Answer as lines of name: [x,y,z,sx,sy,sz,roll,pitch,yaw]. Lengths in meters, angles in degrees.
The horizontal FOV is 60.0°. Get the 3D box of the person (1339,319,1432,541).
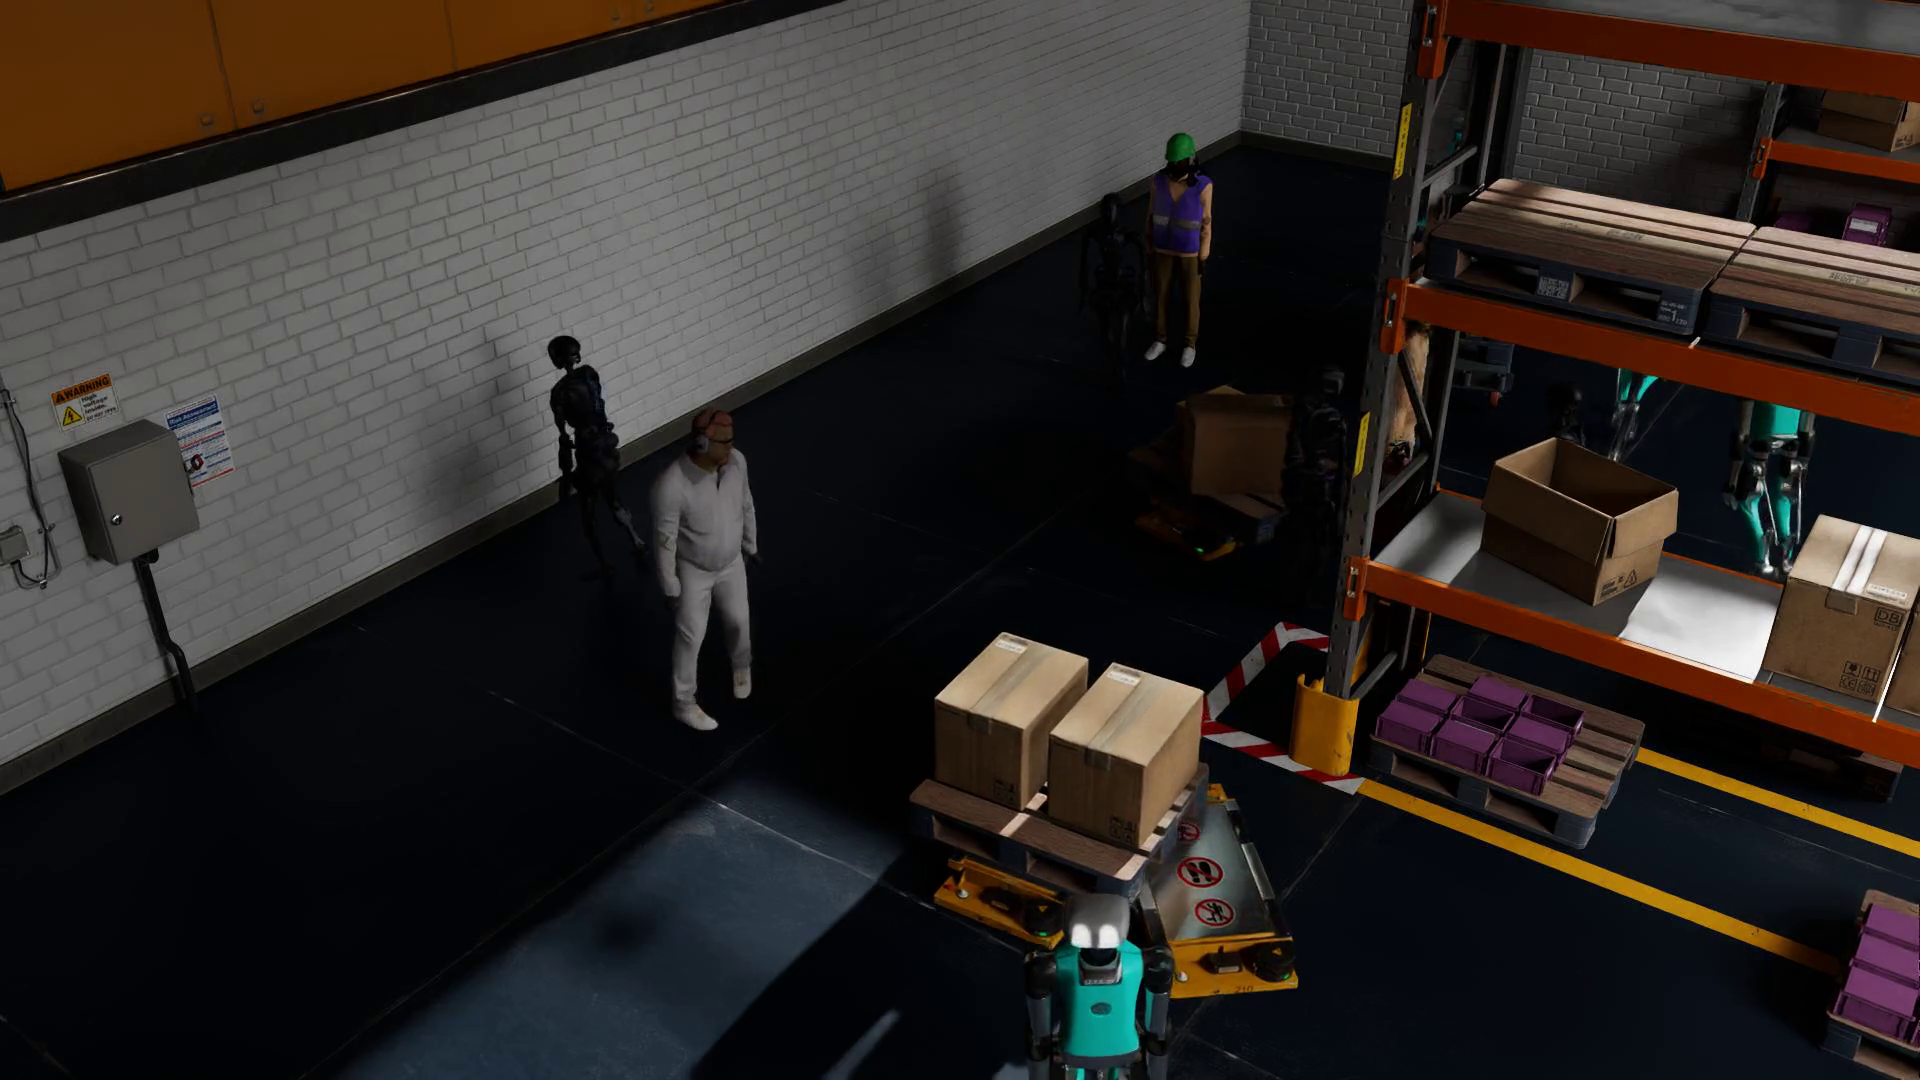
person: [2.917,-0.747,10.754,0.792,1.838,0.593,6,30,10]

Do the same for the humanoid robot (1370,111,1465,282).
humanoid robot: [4.061,-2.912,14.674,1.019,1.784,0.547,10,31,17]

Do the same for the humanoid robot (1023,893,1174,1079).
humanoid robot: [0.491,1.915,6.225,0.556,1.734,0.968,-1,30,-1]

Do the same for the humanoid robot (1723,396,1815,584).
humanoid robot: [4.945,-0.246,10.010,0.530,1.788,0.798,-4,30,-7]

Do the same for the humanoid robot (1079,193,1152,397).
humanoid robot: [1.232,-1.946,13.018,0.609,1.633,0.430,11,32,19]

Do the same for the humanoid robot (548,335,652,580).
humanoid robot: [-2.287,-0.518,10.535,0.481,1.646,0.601,8,31,14]

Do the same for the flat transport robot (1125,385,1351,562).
flat transport robot: [1.943,-0.263,11.497,1.431,0.231,0.659,-23,37,-34]

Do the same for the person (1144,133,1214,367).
person: [1.763,-2.363,13.491,0.547,1.920,0.429,12,32,20]

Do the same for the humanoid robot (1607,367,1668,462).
humanoid robot: [4.829,-1.286,11.820,0.532,1.715,1.059,19,35,29]

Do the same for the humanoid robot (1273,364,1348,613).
humanoid robot: [2.153,-0.310,10.158,0.310,1.650,0.616,-13,32,-21]

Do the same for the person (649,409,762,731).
person: [-1.383,0.136,9.199,0.407,1.884,0.717,25,39,37]

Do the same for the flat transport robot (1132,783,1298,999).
flat transport robot: [1.142,1.659,8.162,0.659,0.231,1.431,-3,30,-6]

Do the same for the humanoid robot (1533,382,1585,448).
humanoid robot: [3.554,-0.178,9.952,0.365,1.641,0.594,17,34,27]

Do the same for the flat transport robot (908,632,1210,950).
flat transport robot: [0.508,1.484,8.464,0.659,0.231,1.431,16,34,26]
